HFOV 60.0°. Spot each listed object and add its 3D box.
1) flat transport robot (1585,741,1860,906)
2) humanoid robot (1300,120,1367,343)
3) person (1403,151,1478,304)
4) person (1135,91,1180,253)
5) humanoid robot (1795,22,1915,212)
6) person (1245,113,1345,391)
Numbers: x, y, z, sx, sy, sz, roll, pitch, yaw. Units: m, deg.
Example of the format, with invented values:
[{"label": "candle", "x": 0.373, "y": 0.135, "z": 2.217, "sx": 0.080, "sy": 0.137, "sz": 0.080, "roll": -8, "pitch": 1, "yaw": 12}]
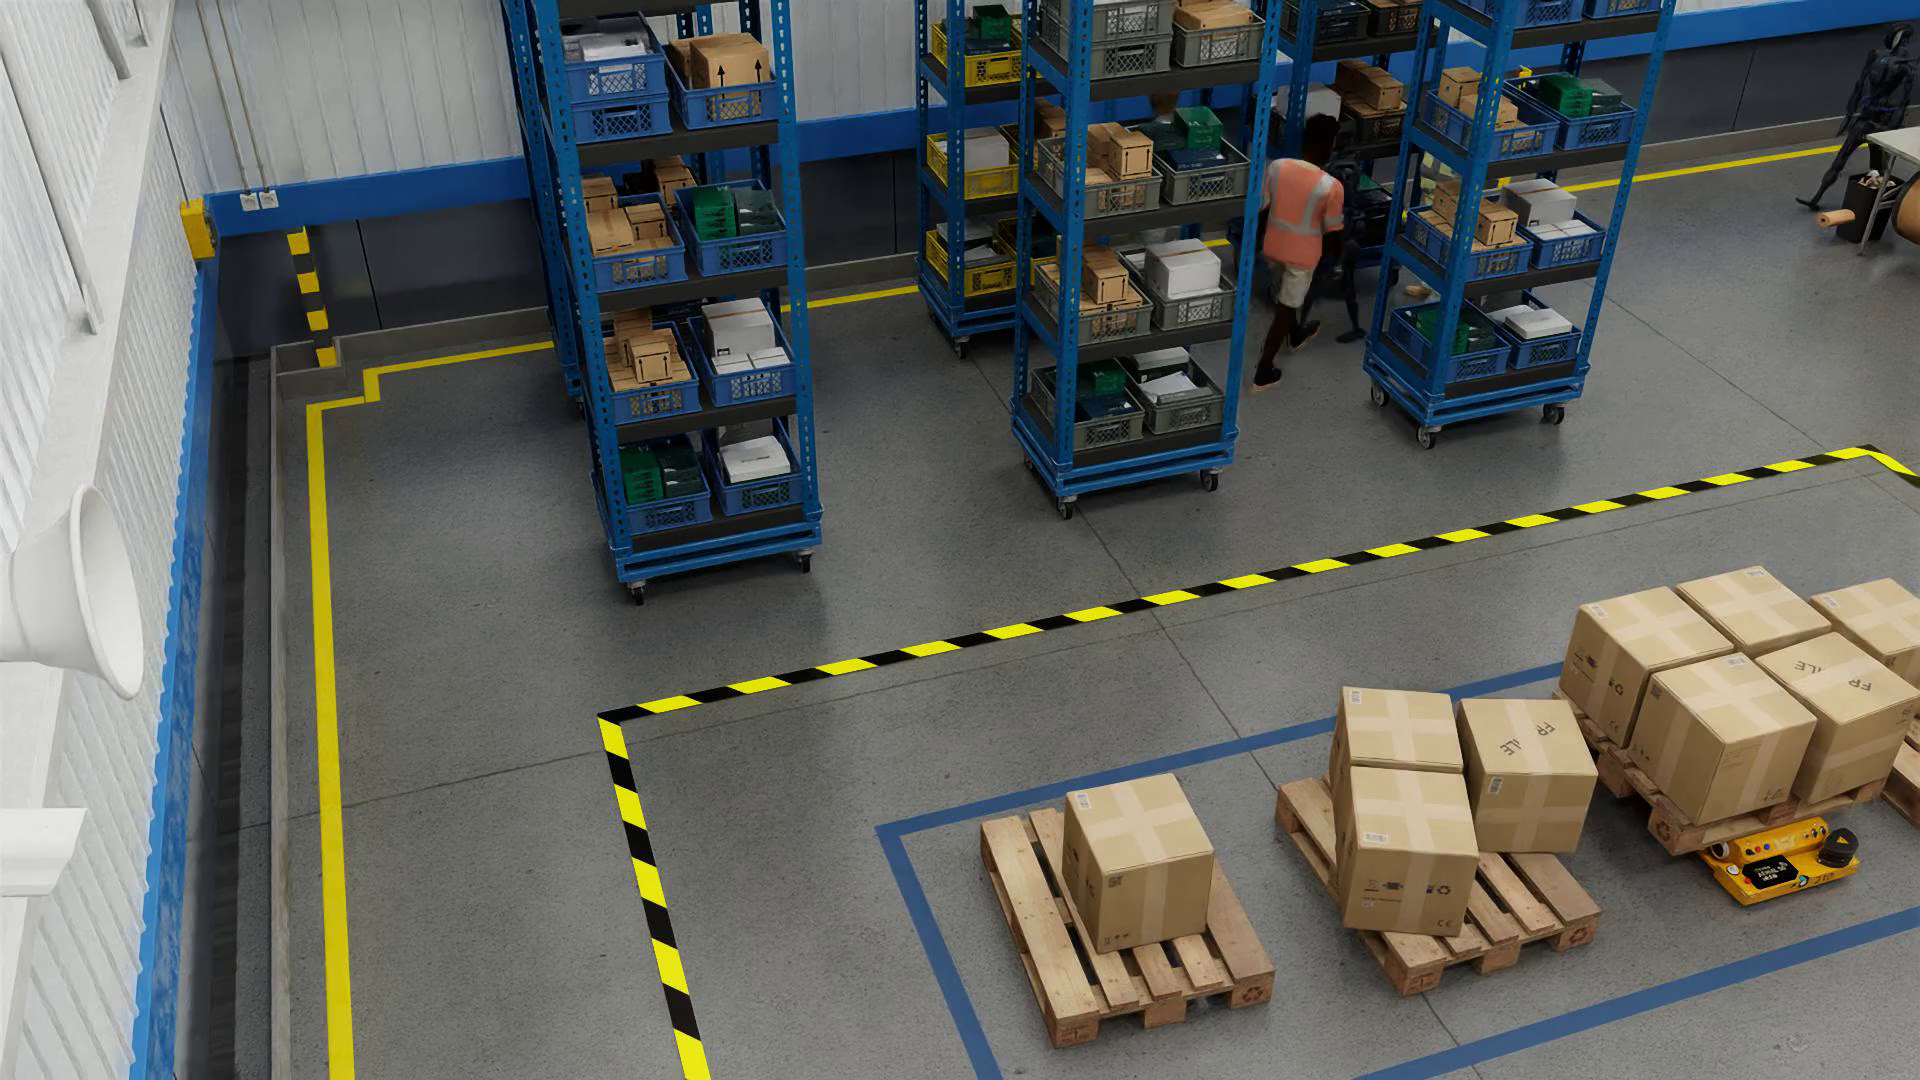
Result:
[{"label": "flat transport robot", "x": 3.738, "y": 1.188, "z": 8.347, "sx": 0.652, "sy": 0.197, "sz": 1.431, "roll": -11, "pitch": 37, "yaw": -15}, {"label": "humanoid robot", "x": 2.703, "y": -2.200, "z": 11.969, "sx": 0.620, "sy": 1.636, "sz": 0.609, "roll": -3, "pitch": 35, "yaw": -4}, {"label": "person", "x": 3.589, "y": -2.533, "z": 12.285, "sx": 0.431, "sy": 1.841, "sz": 0.623, "roll": 7, "pitch": 36, "yaw": 10}, {"label": "person", "x": 1.453, "y": -2.432, "z": 12.060, "sx": 0.650, "sy": 1.928, "sz": 0.415, "roll": -23, "pitch": 41, "yaw": -29}, {"label": "humanoid robot", "x": 7.546, "y": -3.449, "z": 13.763, "sx": 0.771, "sy": 1.628, "sz": 0.600, "roll": -11, "pitch": 37, "yaw": -15}, {"label": "person", "x": 2.375, "y": -2.023, "z": 11.495, "sx": 0.981, "sy": 1.910, "sz": 0.636, "roll": -28, "pitch": 44, "yaw": -33}]
